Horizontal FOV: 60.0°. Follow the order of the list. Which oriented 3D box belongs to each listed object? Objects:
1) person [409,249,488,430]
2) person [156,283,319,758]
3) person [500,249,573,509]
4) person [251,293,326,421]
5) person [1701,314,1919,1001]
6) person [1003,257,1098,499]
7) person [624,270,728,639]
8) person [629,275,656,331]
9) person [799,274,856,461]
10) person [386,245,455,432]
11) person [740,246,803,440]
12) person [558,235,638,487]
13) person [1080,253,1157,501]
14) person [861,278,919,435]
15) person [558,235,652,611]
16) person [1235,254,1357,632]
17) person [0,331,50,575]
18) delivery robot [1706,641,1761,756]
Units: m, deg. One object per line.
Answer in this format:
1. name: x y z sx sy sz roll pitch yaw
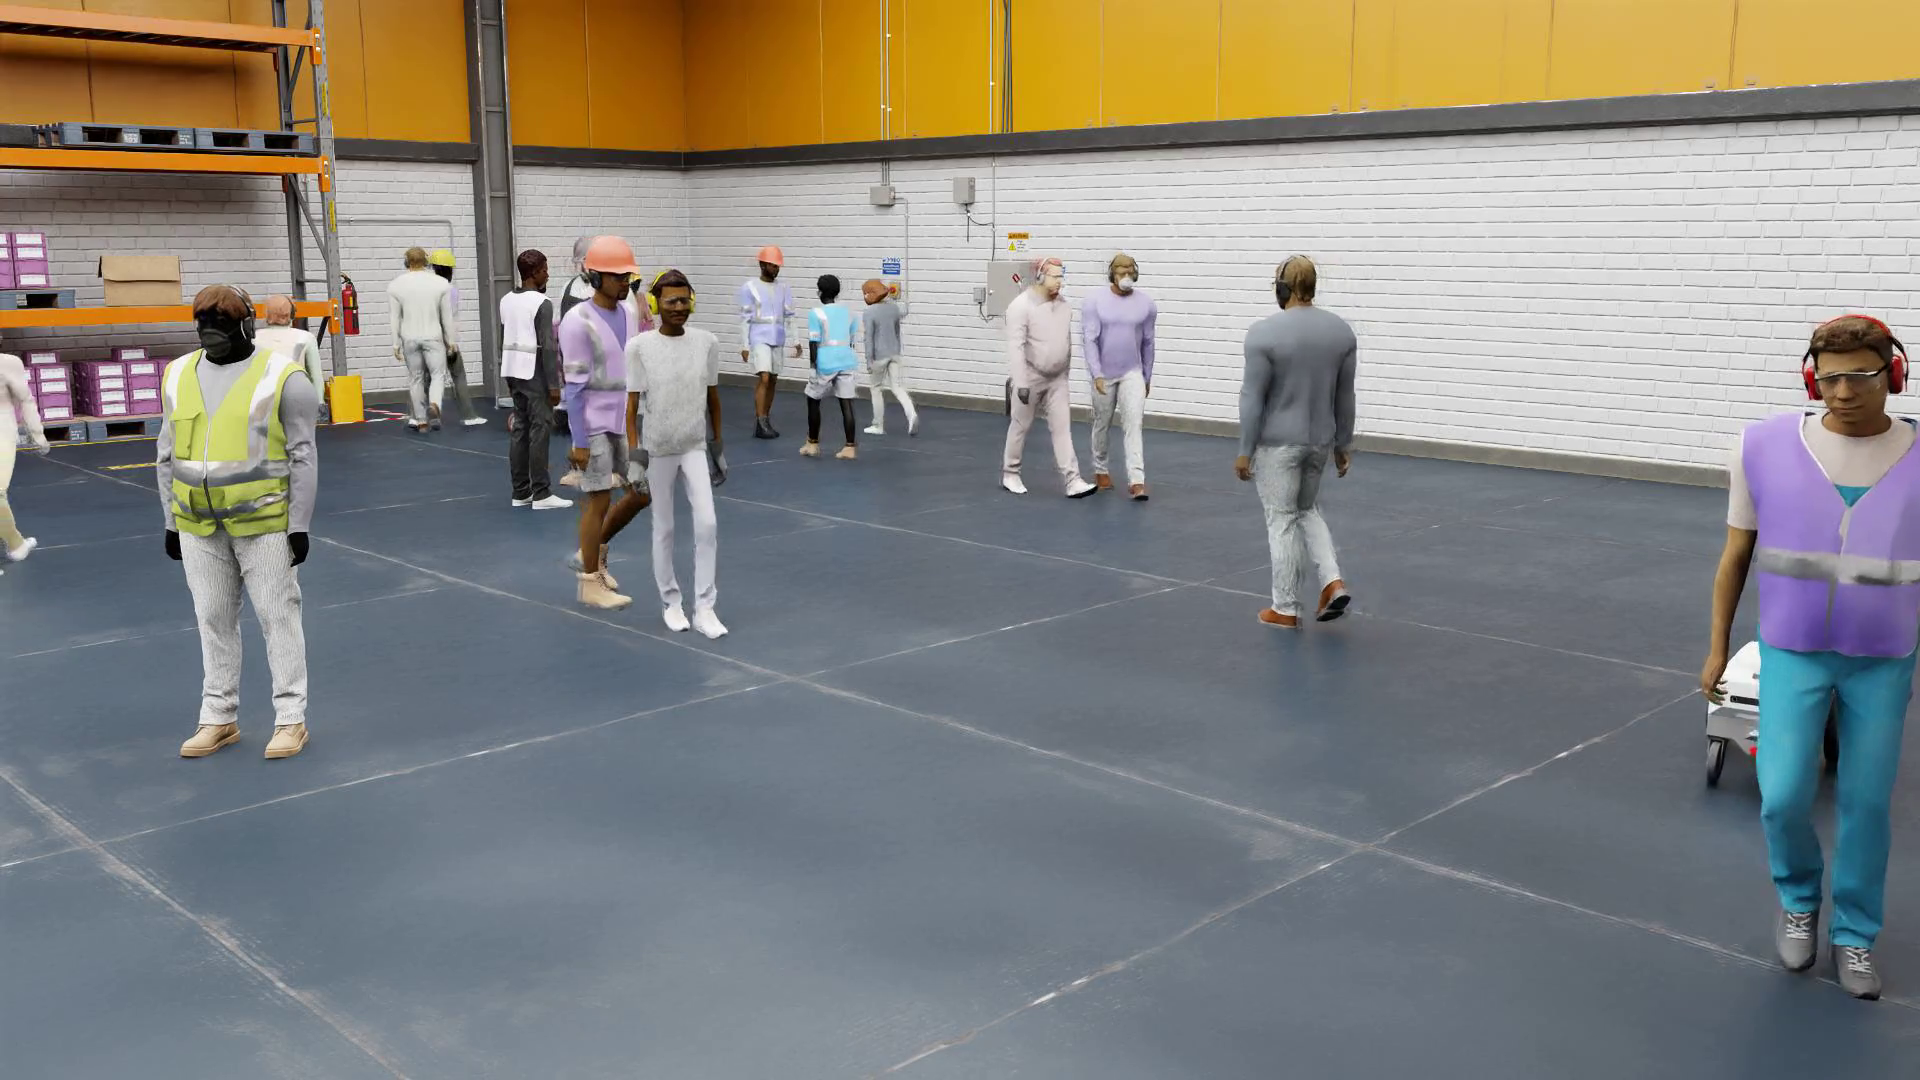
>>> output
1. person: -5.433 -2.084 17.375 0.606 1.882 0.985 6 12 28
2. person: -2.802 -0.066 6.451 0.627 1.844 0.429 1 10 4
3. person: -3.189 -1.187 12.350 0.597 1.916 0.372 9 14 41
4. person: -4.938 -0.992 12.158 0.528 1.606 0.822 -2 11 -9
5. person: 2.337 0.320 4.395 0.702 1.815 0.457 5 11 24
6. person: 0.655 -1.243 12.853 0.661 1.856 0.938 -7 12 -33
7. person: -1.386 -0.415 8.326 0.565 1.844 0.741 -5 11 -25
8. person: -3.641 -2.184 18.373 0.886 1.707 0.540 2 11 13
9. person: -1.204 -1.554 15.035 0.553 1.663 0.728 -8 13 -39
10. person: -5.472 -2.024 16.901 0.639 1.923 0.718 -3 11 -14
11. person: -1.900 -1.983 16.702 0.563 1.903 0.640 -8 13 -36
12. person: -2.963 -1.438 13.383 0.678 2.000 0.537 4 11 19
13. person: 1.233 -1.278 12.950 0.618 1.890 0.998 -1 10 -7
14. person: -0.725 -1.836 16.743 0.529 1.597 0.729 -9 14 -41
15. person: -1.885 -0.616 8.962 0.499 2.018 0.645 5 11 24
16. person: 1.705 -0.476 8.449 0.628 1.927 0.465 -5 12 -26
17. person: -5.815 -0.592 10.016 0.504 1.587 0.867 0 10 3
18. delivery robot: 3.068 0.562 6.276 0.477 0.478 0.707 7 12 34
